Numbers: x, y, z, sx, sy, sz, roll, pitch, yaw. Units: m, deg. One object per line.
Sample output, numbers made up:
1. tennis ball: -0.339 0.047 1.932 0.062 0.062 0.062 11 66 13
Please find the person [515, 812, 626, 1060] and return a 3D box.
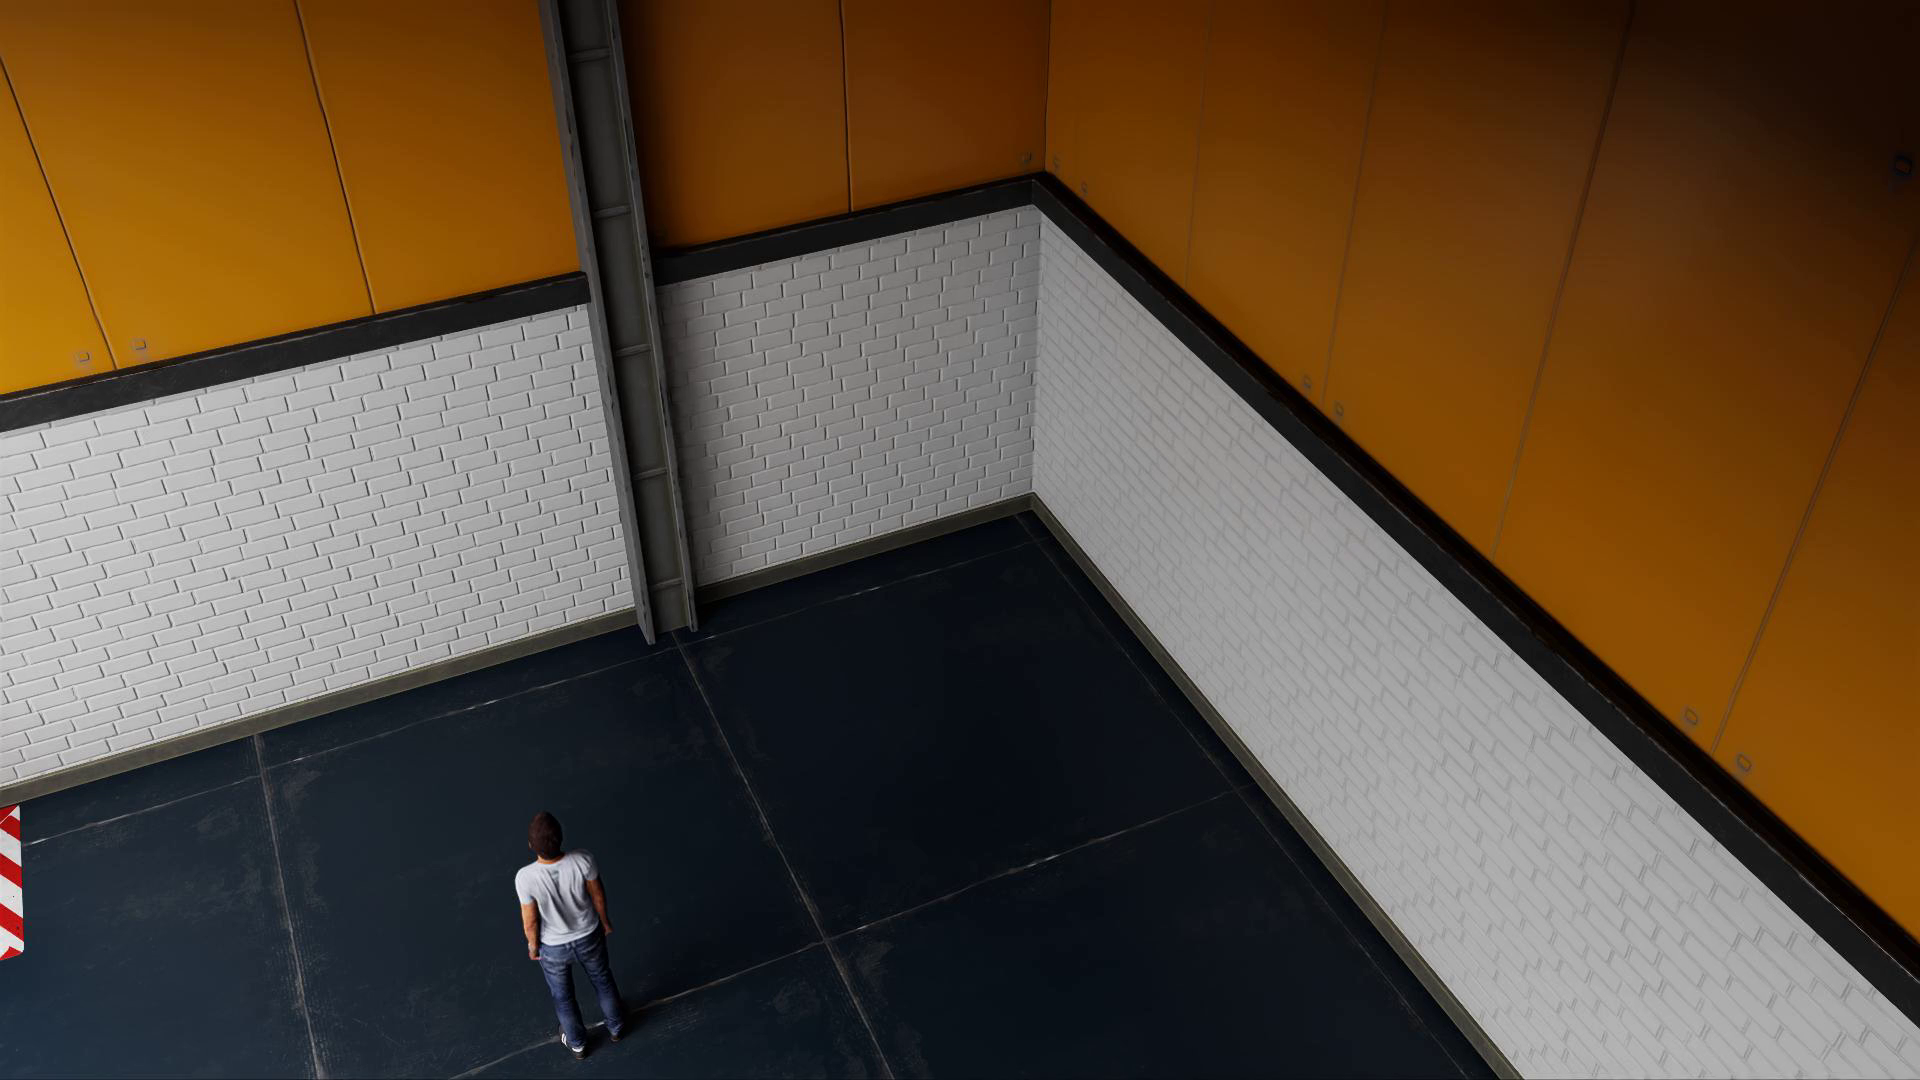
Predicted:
1. person: -2.164 2.193 9.224 0.470 1.866 0.680 -17 42 -21
